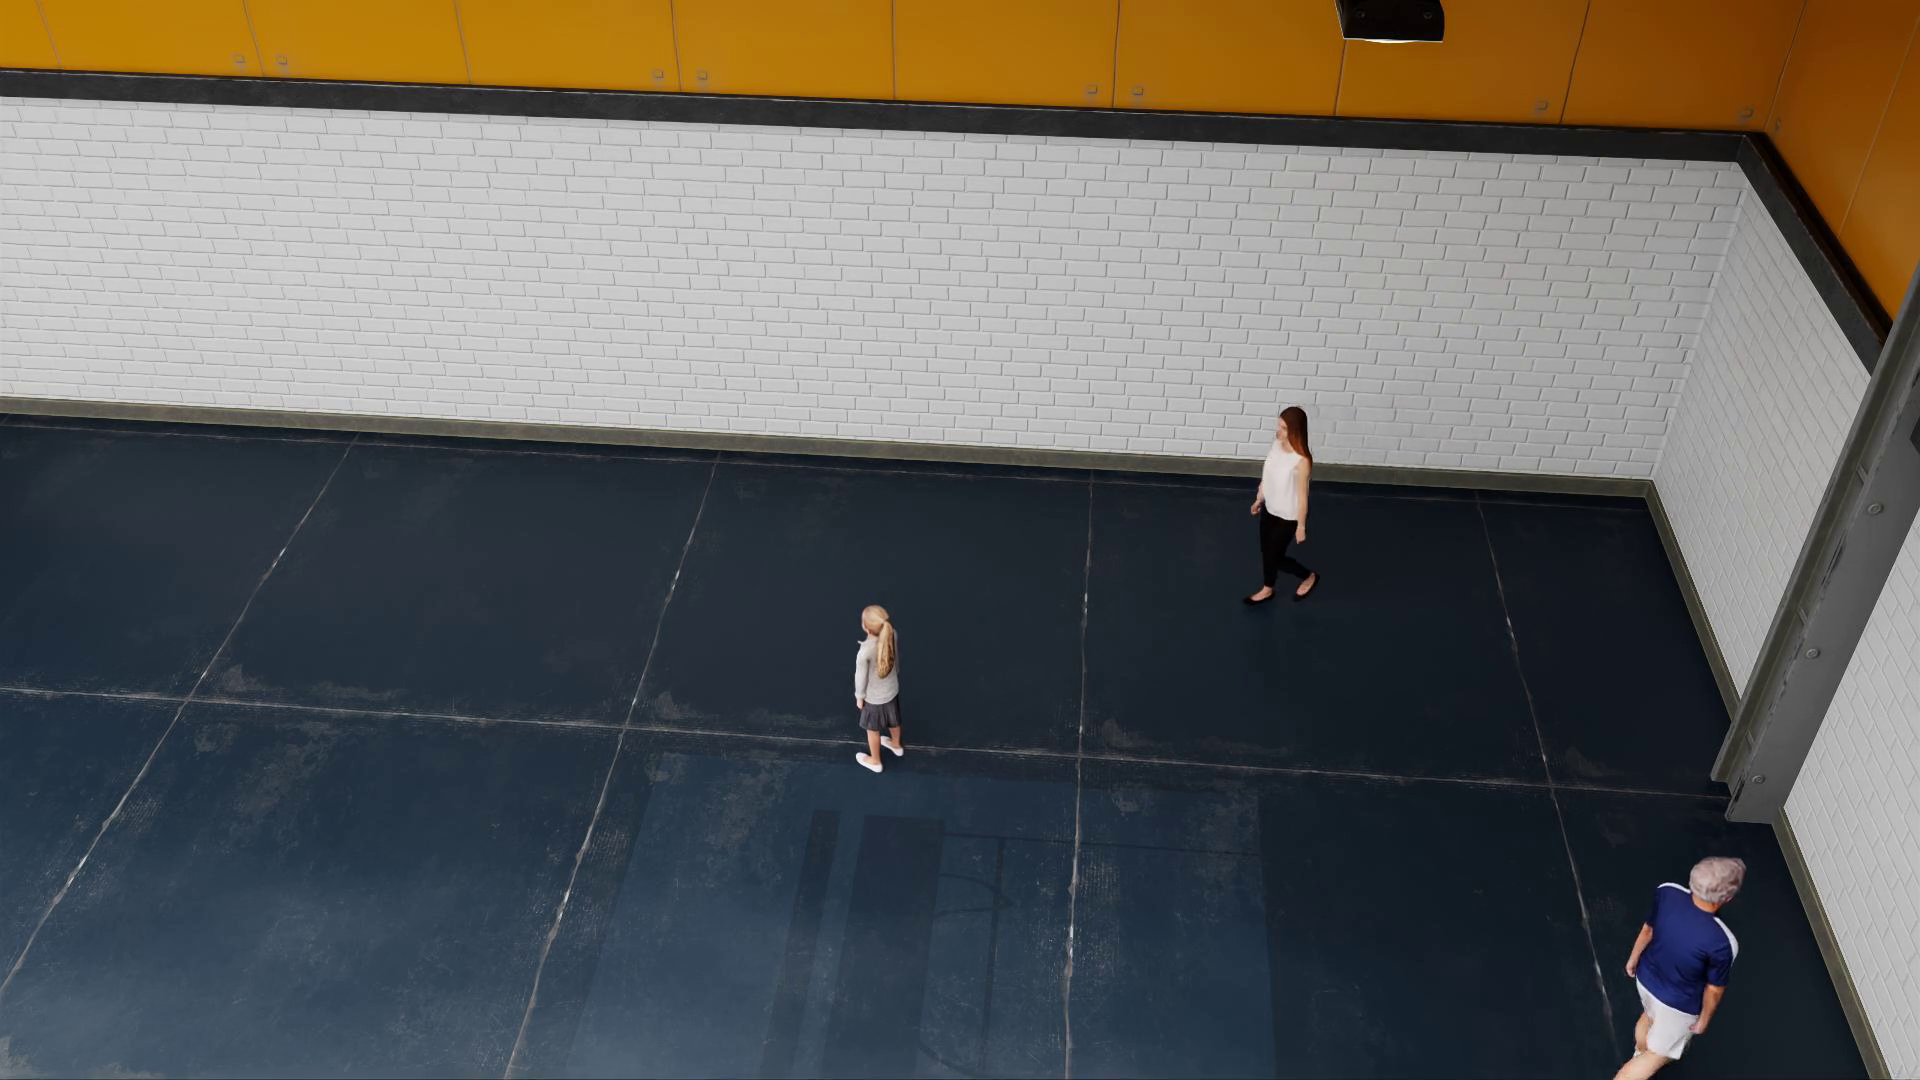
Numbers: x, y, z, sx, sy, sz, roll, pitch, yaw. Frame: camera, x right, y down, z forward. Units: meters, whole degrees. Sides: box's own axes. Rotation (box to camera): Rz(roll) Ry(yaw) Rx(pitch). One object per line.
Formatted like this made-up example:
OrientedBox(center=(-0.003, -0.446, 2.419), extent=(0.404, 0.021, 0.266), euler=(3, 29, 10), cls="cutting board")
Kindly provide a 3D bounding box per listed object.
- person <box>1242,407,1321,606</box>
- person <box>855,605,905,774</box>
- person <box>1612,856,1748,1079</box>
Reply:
OrientedBox(center=(2.305, -0.216, 11.440), extent=(0.819, 1.707, 0.791), euler=(-9, 40, -11), cls="person")
OrientedBox(center=(-0.502, 0.912, 10.375), extent=(0.661, 1.274, 0.591), euler=(29, 47, 31), cls="person")
OrientedBox(center=(3.473, 2.254, 8.262), extent=(1.068, 1.815, 1.128), euler=(-18, 42, -21), cls="person")
